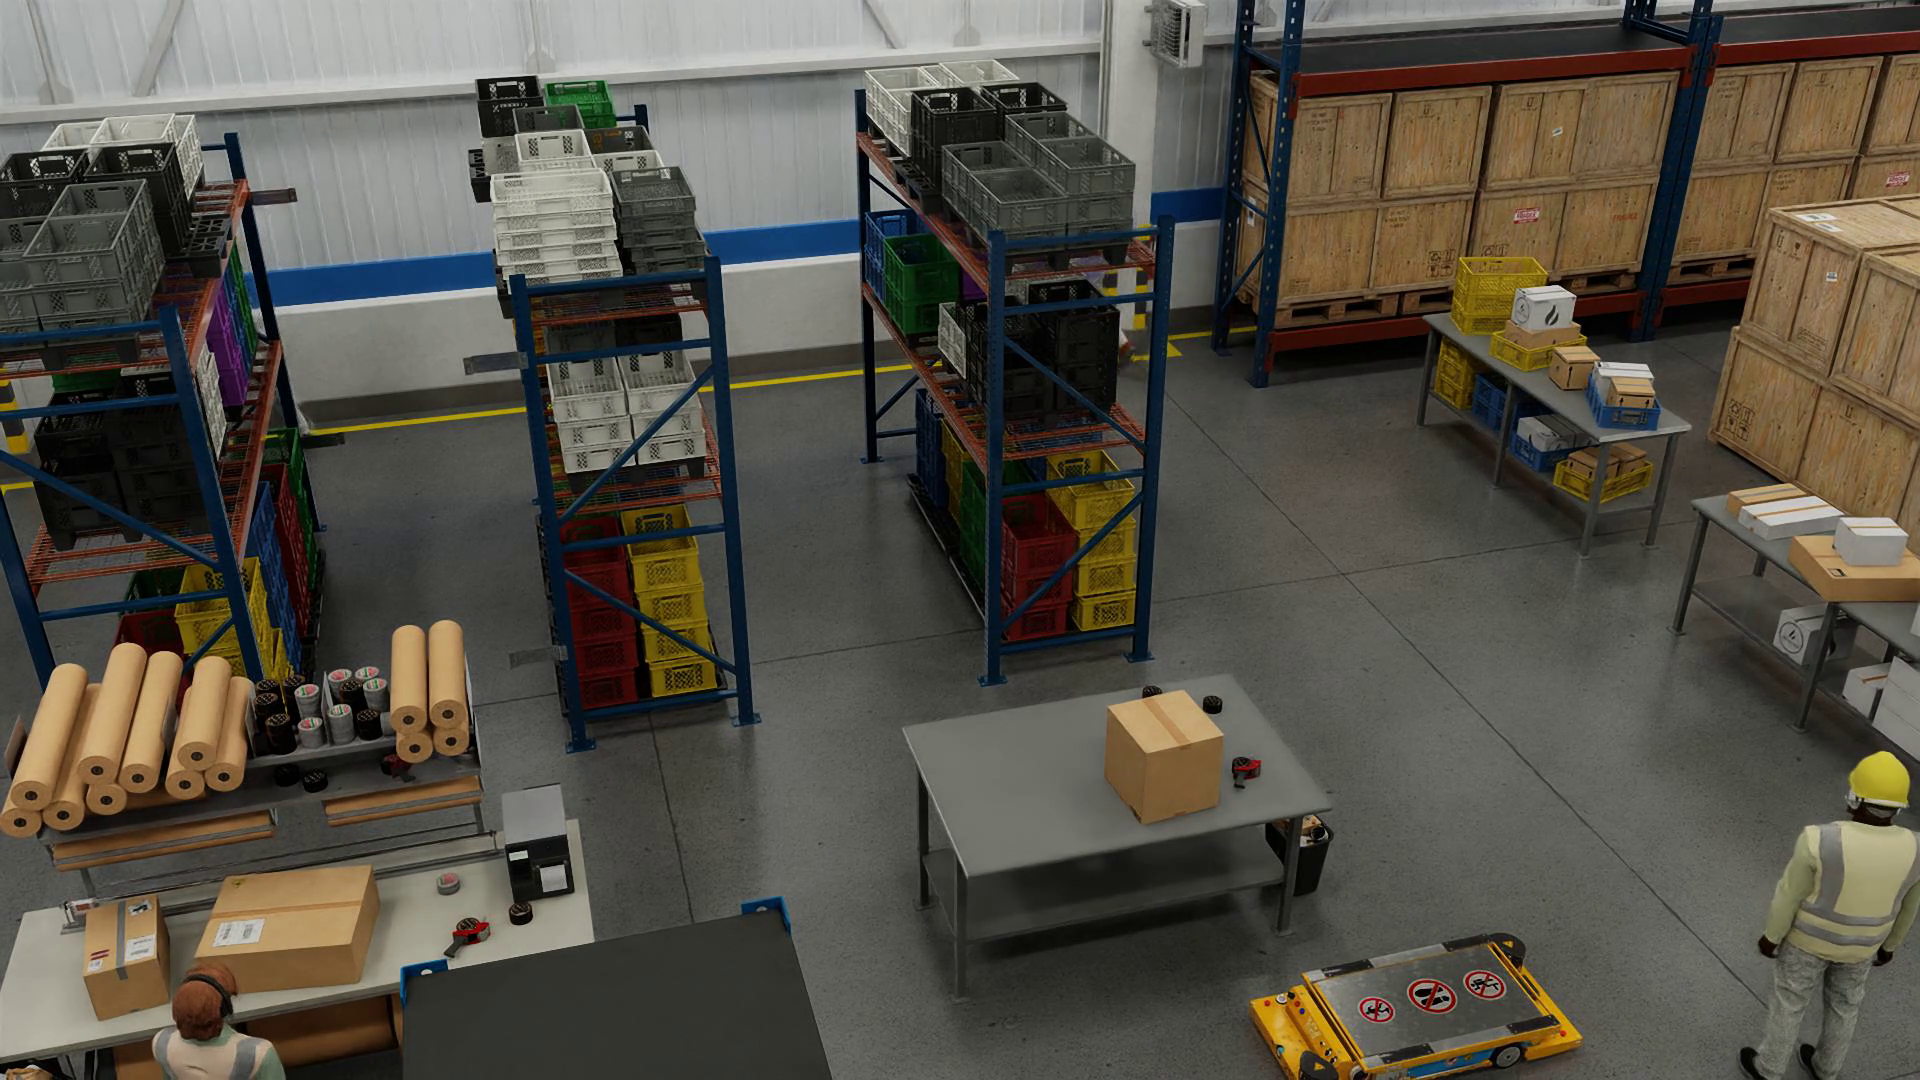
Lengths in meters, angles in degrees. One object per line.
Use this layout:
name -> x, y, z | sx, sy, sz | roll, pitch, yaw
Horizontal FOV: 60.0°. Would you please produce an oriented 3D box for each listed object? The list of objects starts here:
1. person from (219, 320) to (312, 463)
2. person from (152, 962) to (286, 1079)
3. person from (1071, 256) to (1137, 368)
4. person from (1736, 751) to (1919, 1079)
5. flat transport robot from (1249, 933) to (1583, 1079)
person -> -5.740, -1.443, 13.152 | 1.016, 1.808, 0.677 | -16, 33, -27
person -> -2.801, 2.333, 6.482 | 0.516, 1.636, 0.313 | 5, 29, 9
person -> 1.163, -2.383, 14.792 | 0.832, 1.900, 0.644 | 15, 32, 25
person -> 3.881, 1.729, 7.389 | 0.599, 1.824, 0.403 | 1, 29, 2
flat transport robot -> 2.184, 2.282, 7.980 | 1.431, 0.197, 0.652 | -8, 30, -14
